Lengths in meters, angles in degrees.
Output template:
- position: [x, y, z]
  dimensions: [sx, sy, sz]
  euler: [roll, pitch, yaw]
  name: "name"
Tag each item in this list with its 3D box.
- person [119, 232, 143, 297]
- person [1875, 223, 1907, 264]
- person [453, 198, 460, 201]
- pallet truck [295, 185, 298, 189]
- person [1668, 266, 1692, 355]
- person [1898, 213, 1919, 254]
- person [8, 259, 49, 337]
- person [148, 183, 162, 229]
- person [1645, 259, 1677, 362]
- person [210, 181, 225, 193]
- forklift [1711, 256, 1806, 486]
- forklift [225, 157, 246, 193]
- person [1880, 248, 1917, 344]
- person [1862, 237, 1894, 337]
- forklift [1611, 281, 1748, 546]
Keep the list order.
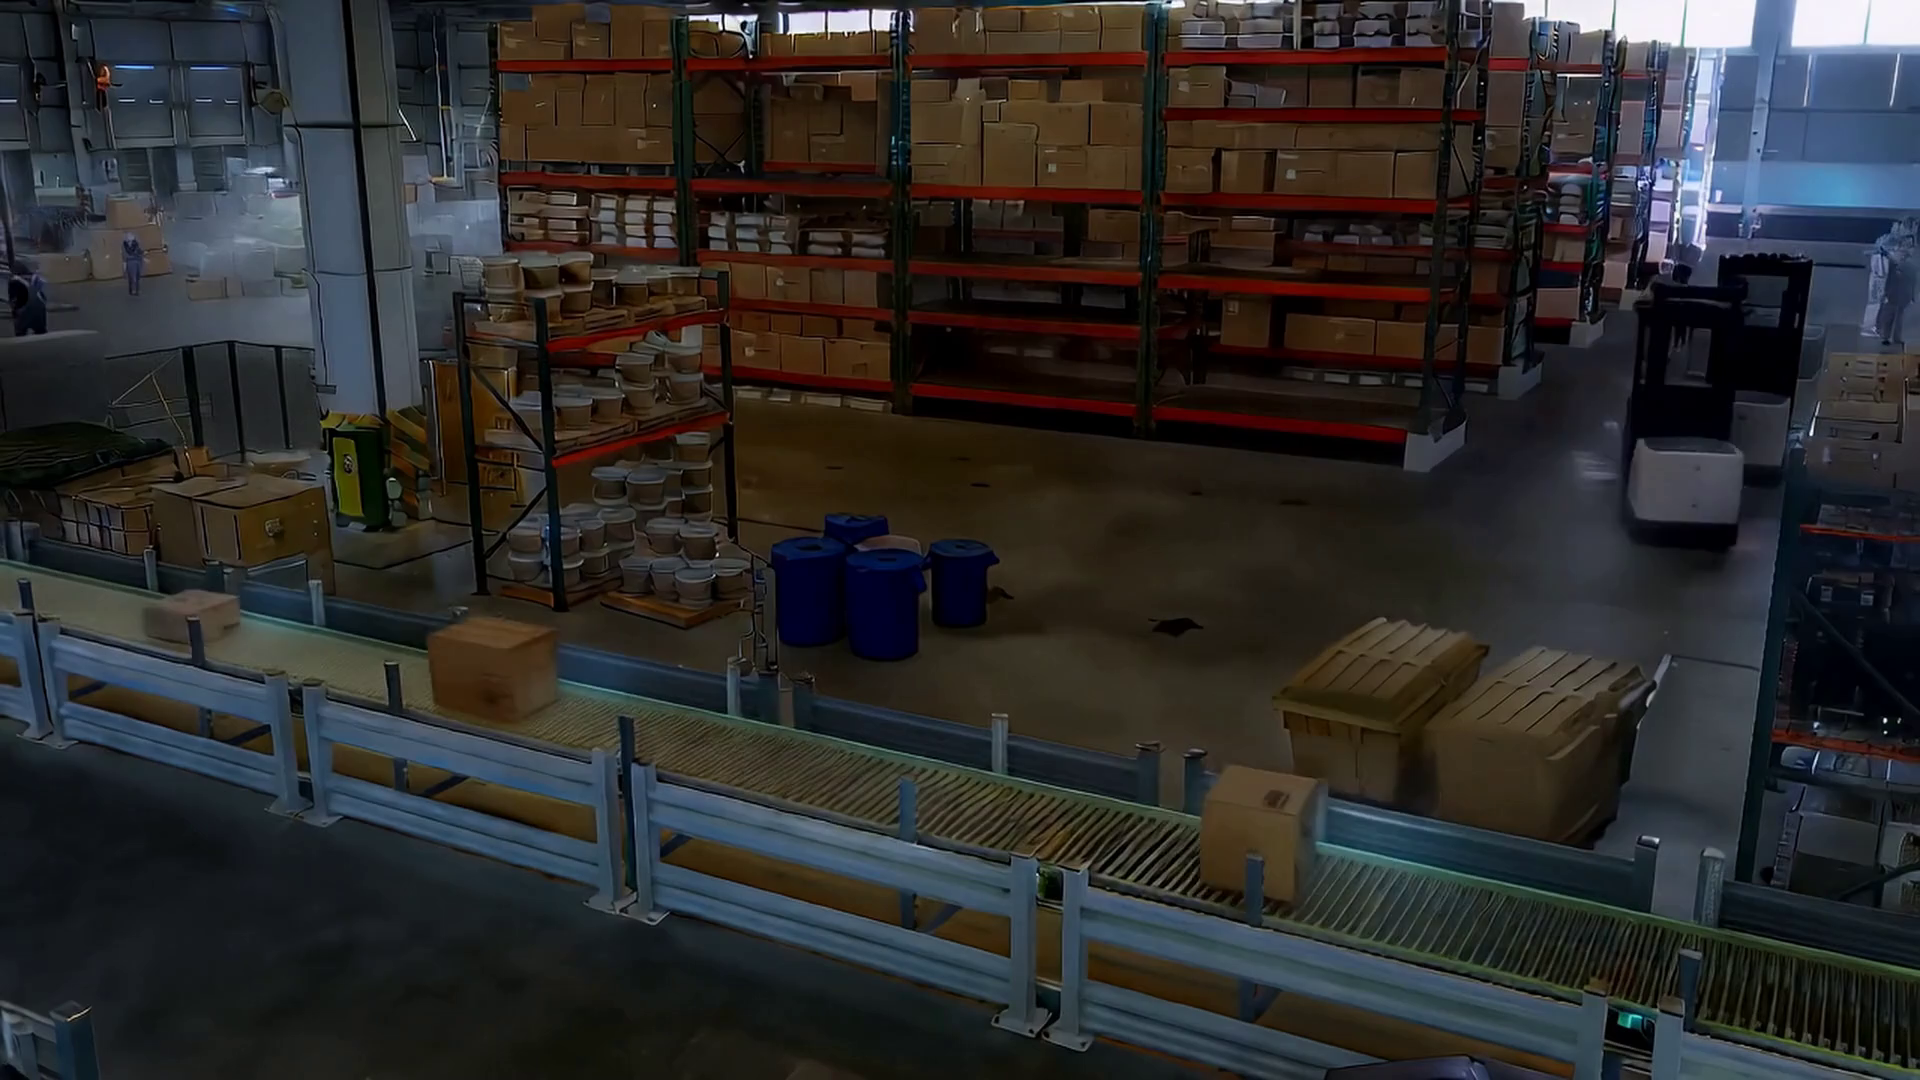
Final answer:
- position: [-20.521, -6.824, 41.206]
  dimensions: [0.528, 1.585, 0.816]
  euler: [-6, 16, -22]
  name: "person"
- position: [22.726, -6.819, 40.685]
  dimensions: [0.642, 1.871, 0.957]
  euler: [9, 17, 31]
  name: "person"
- position: [-16.458, -10.385, 54.517]
  dimensions: [0.525, 1.639, 0.307]
  euler: [12, 19, 38]
  name: "person"
- position: [-26.804, -14.617, 69.738]
  dimensions: [1.885, 1.965, 0.823]
  euler: [-14, 20, -42]
  name: "pallet truck"
- position: [13.847, -4.409, 31.939]
  dimensions: [0.319, 1.698, 0.532]
  euler: [-1, 15, -3]
  name: "person"
- position: [25.616, -7.962, 45.099]
  dimensions: [0.587, 1.805, 0.958]
  euler: [7, 16, 23]
  name: "person"
- position: [-16.946, -4.148, 30.303]
  dimensions: [1.009, 2.000, 0.691]
  euler: [9, 17, 30]
  name: "person"
- position: [-30.253, -12.553, 62.552]
  dimensions: [0.318, 1.700, 0.536]
  euler: [3, 15, 10]
  name: "person"
- position: [13.155, -4.293, 31.126]
  dimensions: [0.398, 1.899, 0.649]
  euler: [-5, 16, -19]
  name: "person"
- position: [-26.714, -11.990, 60.025]
  dimensions: [0.642, 1.926, 0.395]
  euler: [5, 16, 19]
  name: "person"
- position: [10.271, -2.253, 21.570]
  dimensions: [1.129, 2.768, 1.873]
  euler: [8, 17, 27]
  name: "forklift"
- position: [-24.841, -11.763, 57.320]
  dimensions: [1.873, 2.768, 1.129]
  euler: [-13, 20, -40]
  name: "forklift"
- position: [18.836, -4.887, 33.338]
  dimensions: [0.652, 1.906, 0.402]
  euler: [-2, 15, -7]
  name: "person"
- position: [18.984, -5.221, 34.343]
  dimensions: [0.606, 2.039, 0.395]
  euler: [-12, 19, -39]
  name: "person"
- position: [8.160, -1.487, 18.690]
  dimensions: [1.129, 2.768, 1.873]
  euler: [4, 15, 14]
  name: "forklift"
